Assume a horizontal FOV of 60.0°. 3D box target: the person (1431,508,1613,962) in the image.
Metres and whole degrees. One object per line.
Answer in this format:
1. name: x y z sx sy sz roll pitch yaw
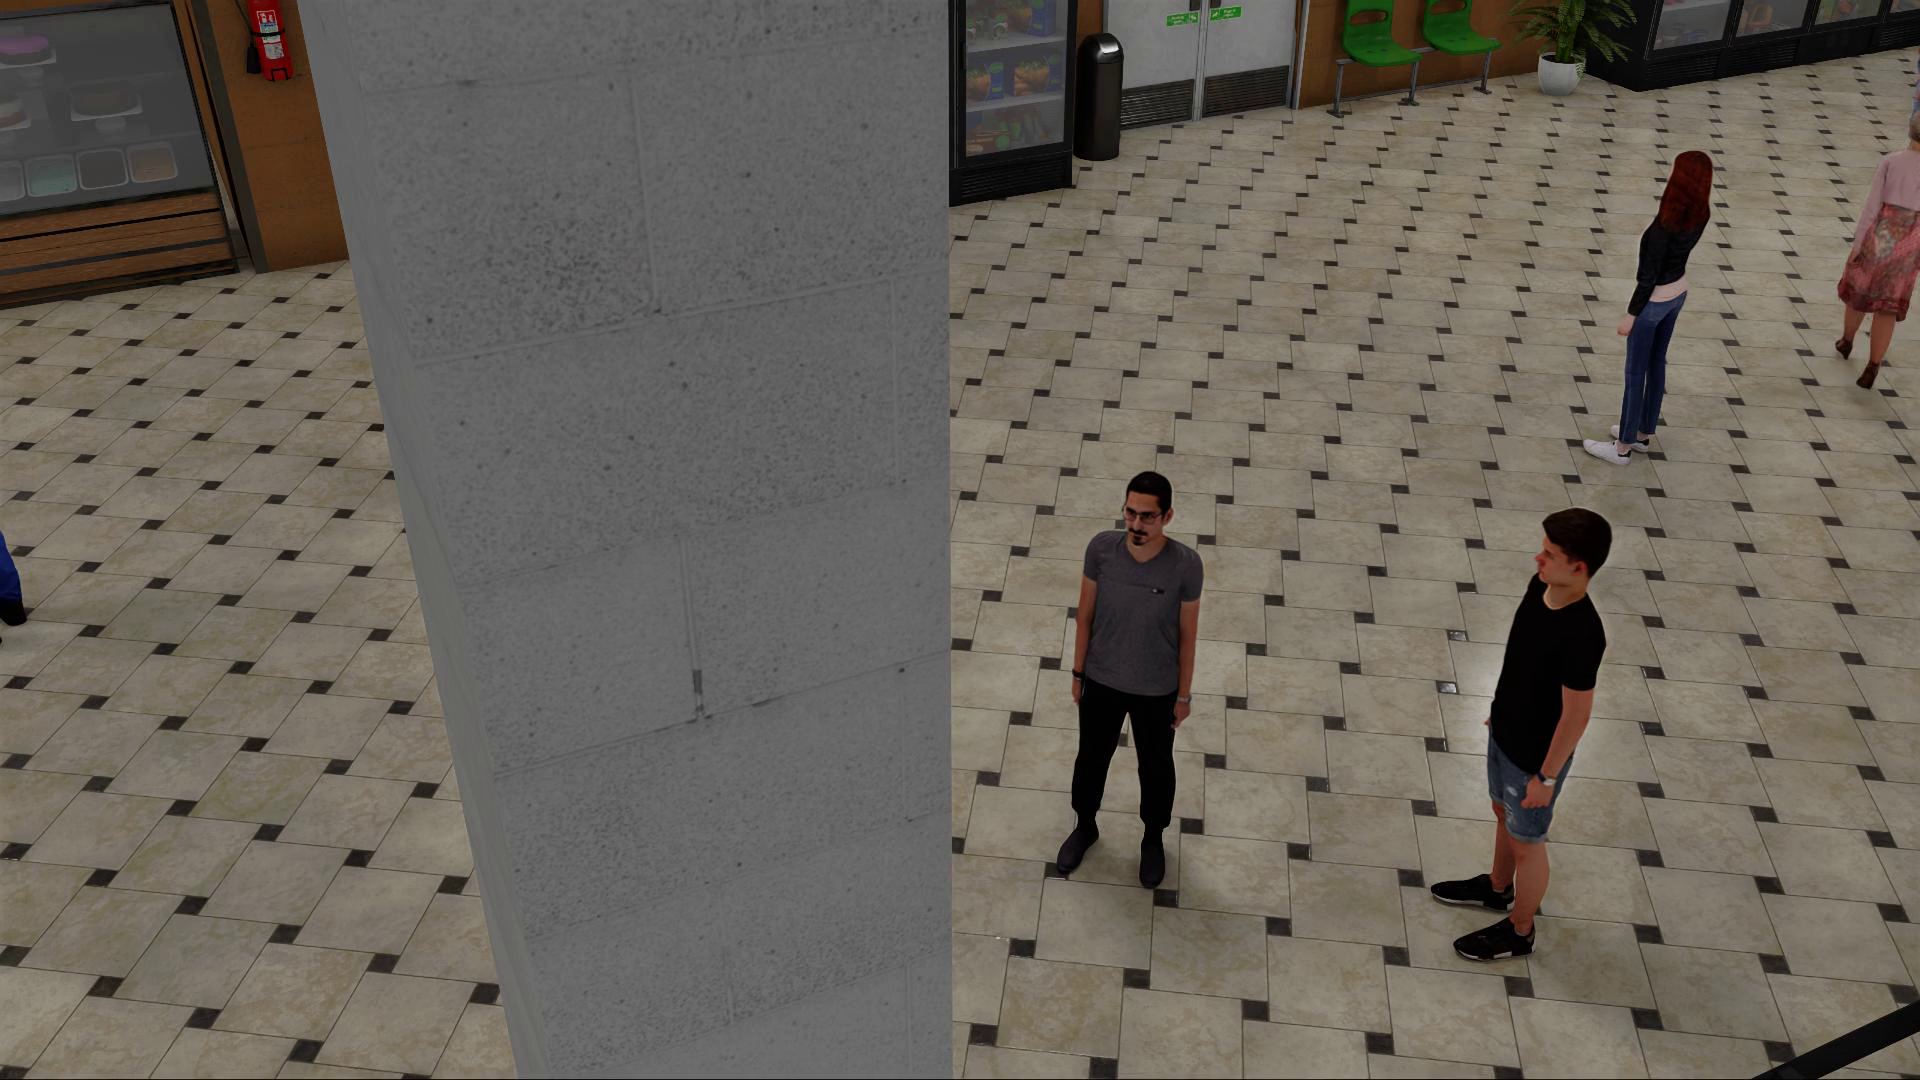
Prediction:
1. person: 2.026 0.696 5.849 0.804 1.846 0.645 -1 32 -1

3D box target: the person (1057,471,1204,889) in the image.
1. person: 0.646 0.512 6.230 0.702 1.755 0.750 9 33 14

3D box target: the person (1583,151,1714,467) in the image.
1. person: 3.780 -1.255 9.040 0.621 1.787 0.617 -23 39 -32

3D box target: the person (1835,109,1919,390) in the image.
1. person: 5.527 -1.689 9.863 1.044 1.654 1.097 12 34 19
